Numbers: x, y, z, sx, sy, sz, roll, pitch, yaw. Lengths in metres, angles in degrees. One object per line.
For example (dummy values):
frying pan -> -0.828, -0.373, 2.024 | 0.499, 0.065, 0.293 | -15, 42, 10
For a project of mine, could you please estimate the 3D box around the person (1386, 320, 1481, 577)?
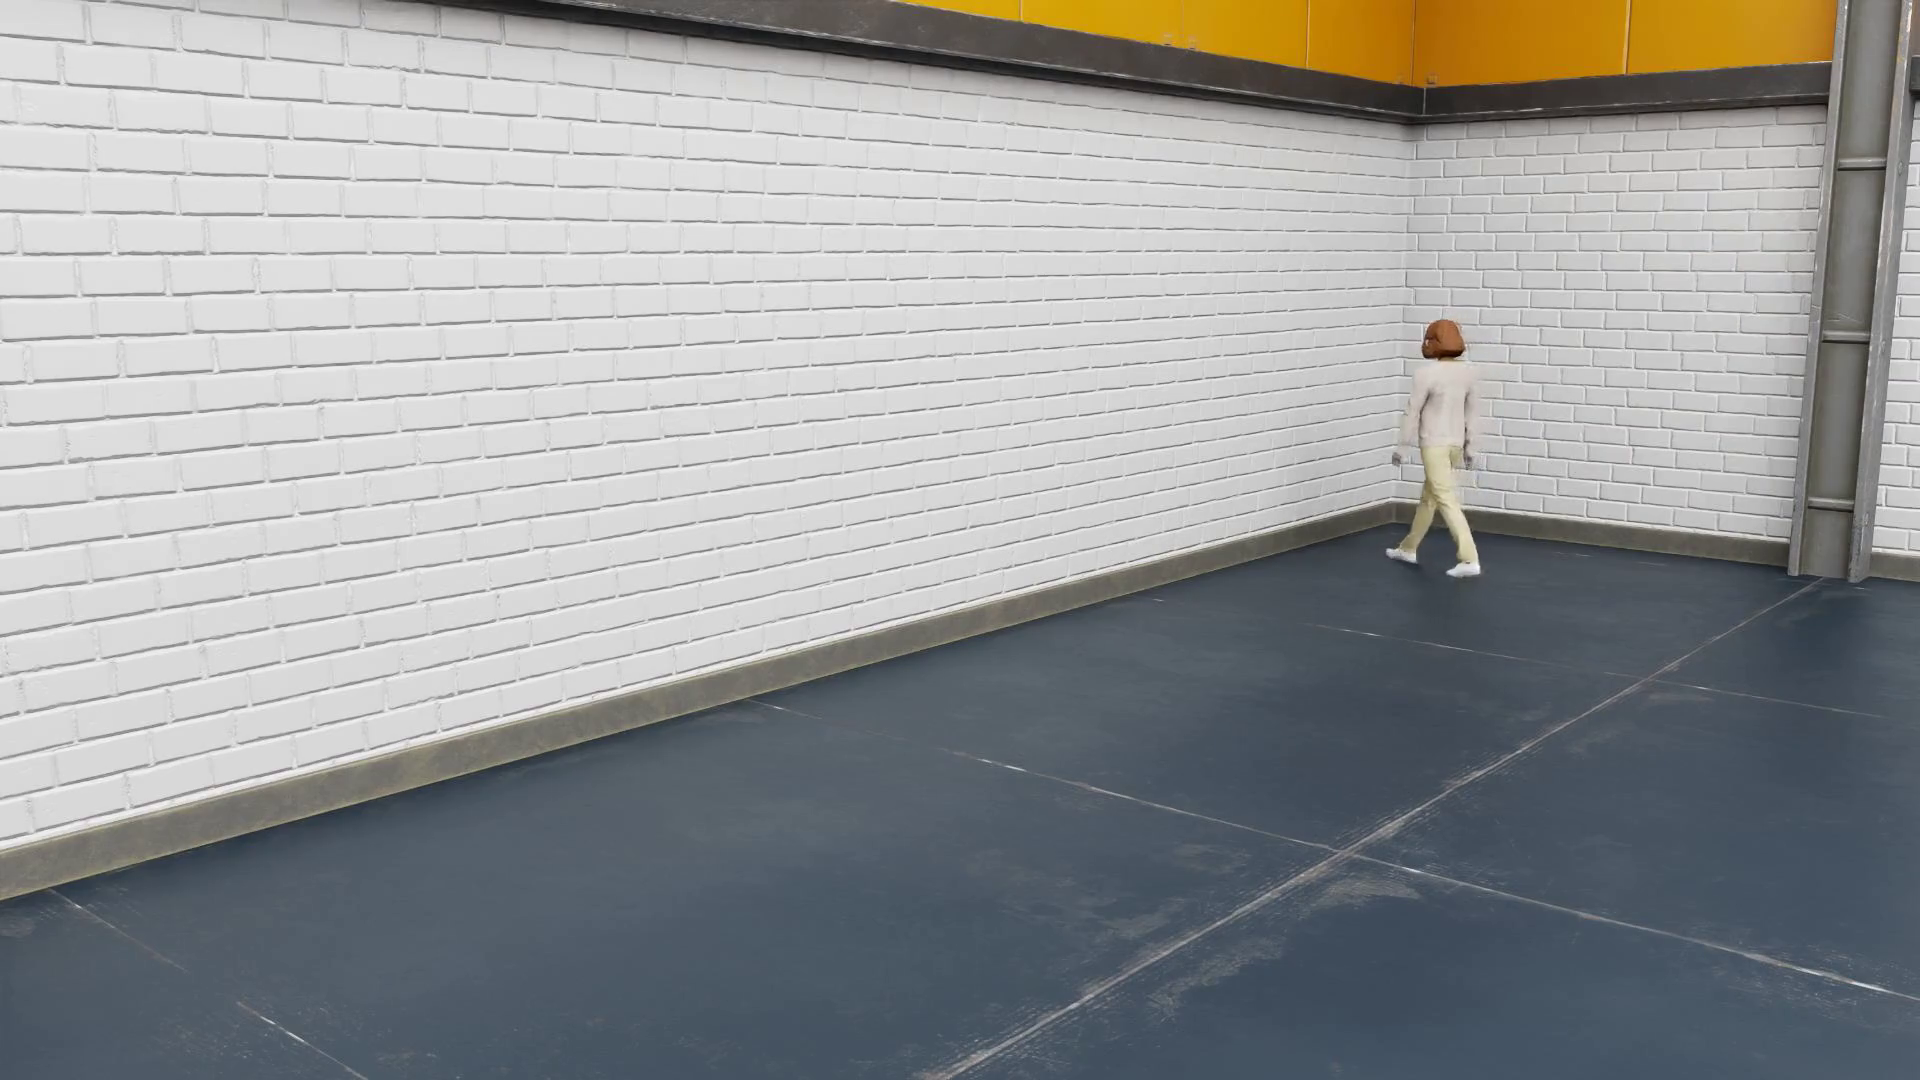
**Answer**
person -> 2.986, -0.578, 10.397 | 0.513, 1.584, 0.885 | -6, 12, -31
